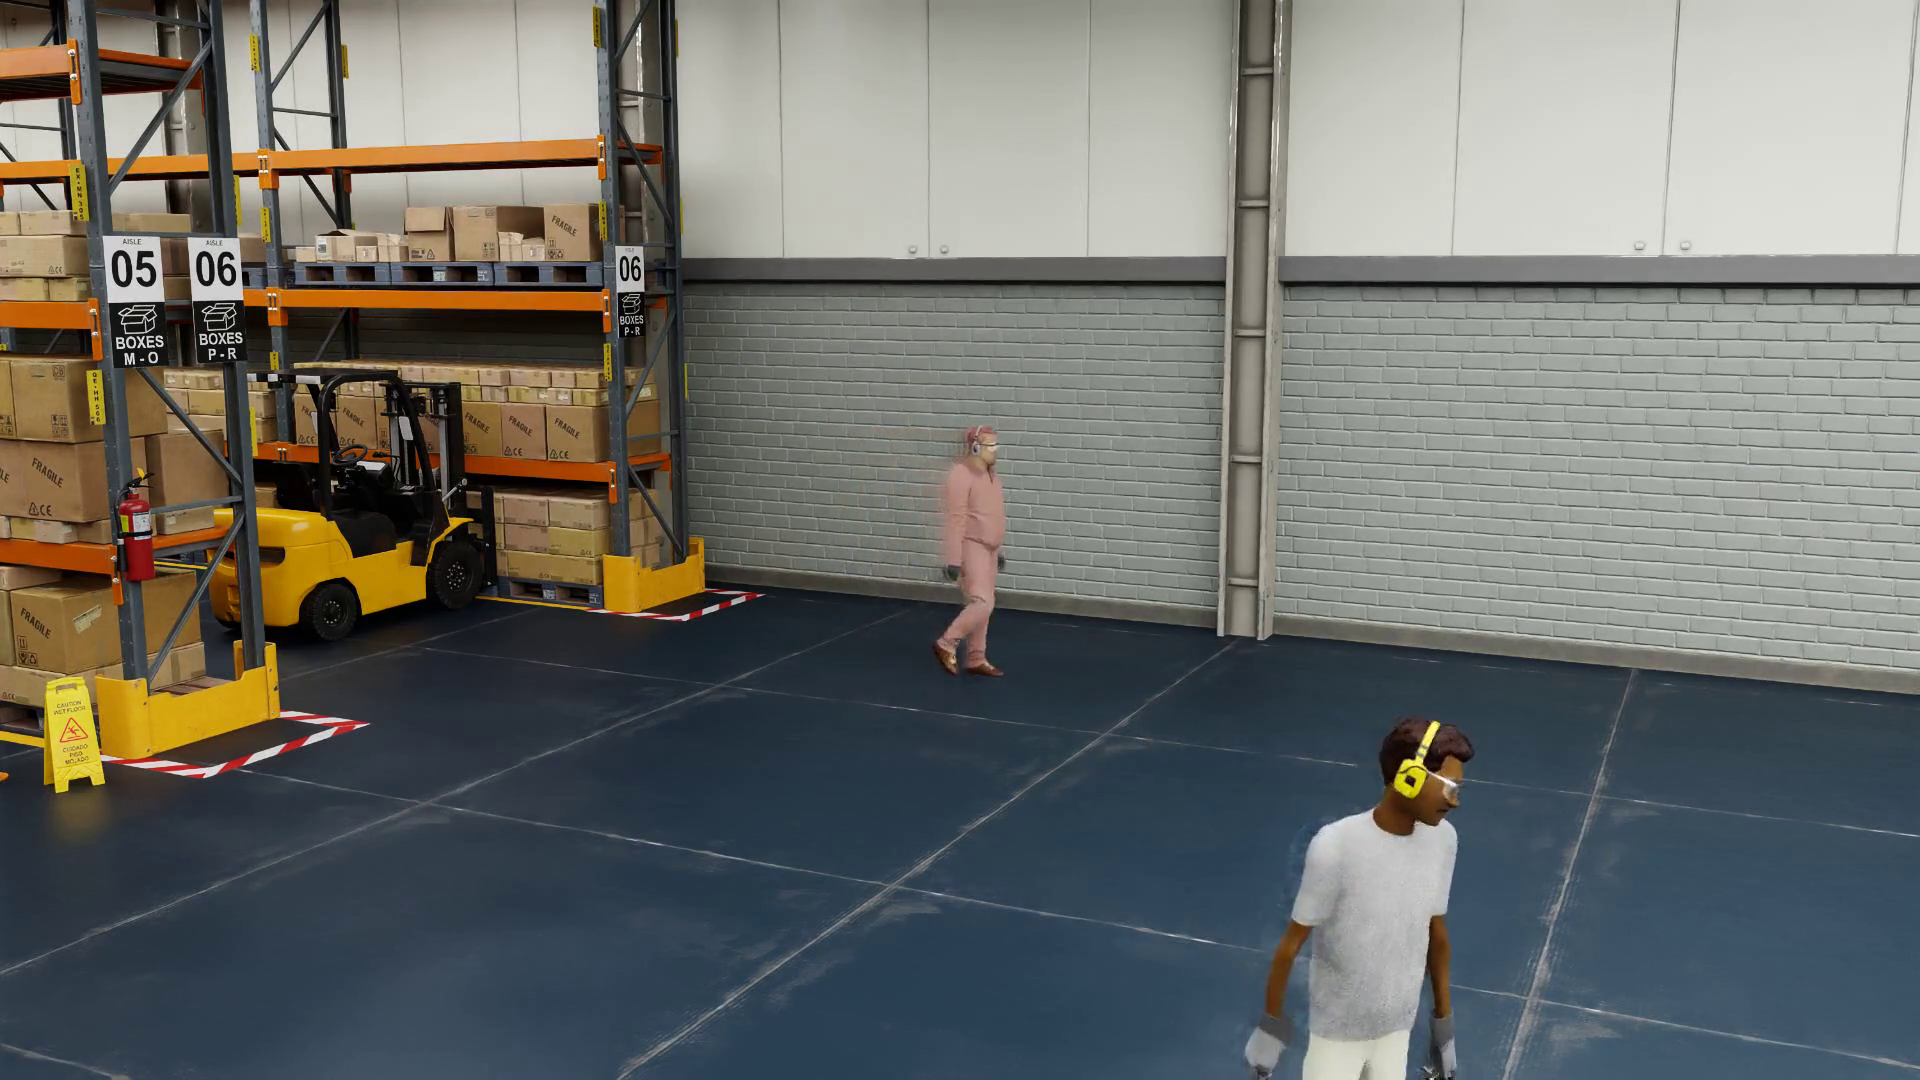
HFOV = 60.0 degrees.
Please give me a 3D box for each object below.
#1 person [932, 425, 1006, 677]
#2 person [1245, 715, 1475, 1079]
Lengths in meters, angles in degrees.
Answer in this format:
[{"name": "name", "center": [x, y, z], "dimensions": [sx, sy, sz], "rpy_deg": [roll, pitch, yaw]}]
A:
[{"name": "person", "center": [0.126, 0.095, 12.288], "dimensions": [0.449, 1.895, 0.644], "rpy_deg": [4, 10, 23]}, {"name": "person", "center": [1.093, 1.374, 4.656], "dimensions": [0.619, 1.829, 0.460], "rpy_deg": [-4, 10, -23]}]
